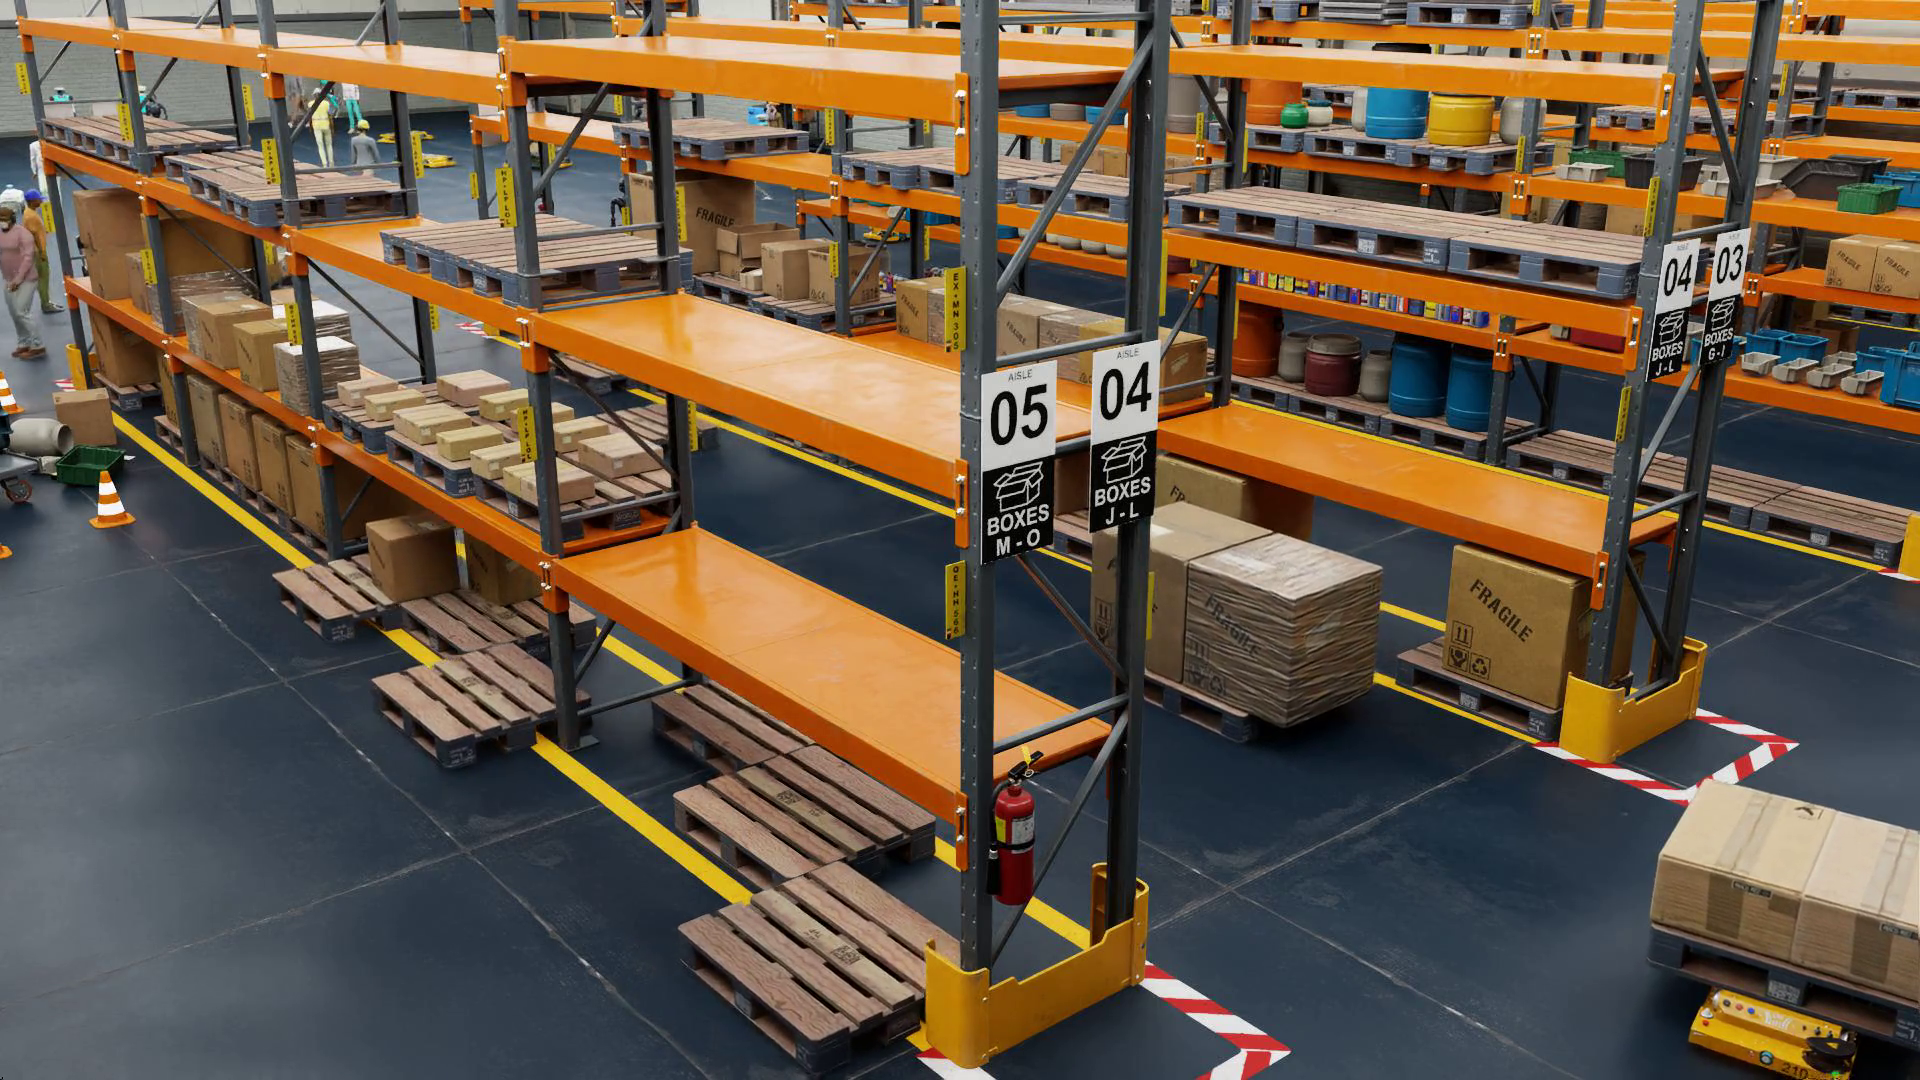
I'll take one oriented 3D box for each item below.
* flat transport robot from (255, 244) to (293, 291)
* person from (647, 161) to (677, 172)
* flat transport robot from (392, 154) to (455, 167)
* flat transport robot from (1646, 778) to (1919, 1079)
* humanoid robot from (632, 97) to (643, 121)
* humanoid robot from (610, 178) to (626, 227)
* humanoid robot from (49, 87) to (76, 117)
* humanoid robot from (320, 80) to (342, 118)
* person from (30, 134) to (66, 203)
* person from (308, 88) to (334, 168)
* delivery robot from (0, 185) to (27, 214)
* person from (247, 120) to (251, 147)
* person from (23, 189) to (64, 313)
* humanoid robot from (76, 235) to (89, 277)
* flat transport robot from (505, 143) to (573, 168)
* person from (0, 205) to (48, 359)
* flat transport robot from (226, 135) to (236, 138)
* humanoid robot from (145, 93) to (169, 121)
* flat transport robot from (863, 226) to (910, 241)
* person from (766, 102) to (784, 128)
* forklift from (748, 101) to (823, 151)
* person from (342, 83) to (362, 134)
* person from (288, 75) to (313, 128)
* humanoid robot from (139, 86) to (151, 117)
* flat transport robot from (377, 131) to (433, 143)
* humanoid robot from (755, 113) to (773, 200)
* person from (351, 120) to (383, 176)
[{"bbox_3d":[-10.080,-3.391,23.587,1.431,0.231,0.659,-1,19,-3],"label":"flat transport robot"},{"bbox_3d":[-5.029,-5.954,28.323,0.362,1.963,0.611,17,26,40],"label":"person"},{"bbox_3d":[-12.840,-9.076,39.766,1.431,0.231,0.659,11,22,28],"label":"flat transport robot"},{"bbox_3d":[4.005,2.096,7.970,0.659,0.231,1.431,13,23,33],"label":"flat transport robot"},{"bbox_3d":[-8.789,-11.741,45.225,0.350,1.644,0.616,-5,20,-15],"label":"humanoid robot"},{"bbox_3d":[-4.919,-4.523,24.664,0.599,1.657,0.315,-15,24,-37],"label":"humanoid robot"},{"bbox_3d":[-21.758,-10.121,40.639,0.530,1.789,1.050,-18,26,-41],"label":"humanoid robot"},{"bbox_3d":[-18.976,-13.524,50.212,0.546,1.763,0.927,16,25,38],"label":"humanoid robot"},{"bbox_3d":[-17.280,-6.959,31.531,0.595,1.721,0.640,-6,20,-18],"label":"person"},{"bbox_3d":[-14.896,-9.580,38.793,0.527,1.879,0.688,-8,21,-22],"label":"person"},{"bbox_3d":[-18.310,-6.546,32.122,0.499,0.587,0.788,-8,21,-21],"label":"delivery robot"},{"bbox_3d":[-18.055,-10.627,41.800,0.398,1.848,0.777,-3,20,-10],"label":"person"},{"bbox_3d":[-12.849,-4.043,23.263,0.375,1.709,0.451,-12,23,-30],"label":"person"},{"bbox_3d":[-10.263,-3.038,20.167,0.533,1.677,0.735,-15,24,-37],"label":"humanoid robot"},{"bbox_3d":[-9.967,-8.926,39.339,1.431,0.231,0.659,4,20,12],"label":"flat transport robot"},{"bbox_3d":[-11.640,-3.183,20.531,0.650,1.913,0.457,7,21,20],"label":"person"},{"bbox_3d":[-19.859,-10.555,43.974,1.431,0.231,0.659,-2,19,-6],"label":"flat transport robot"},{"bbox_3d":[-19.466,-10.064,40.497,0.589,1.636,0.637,1,19,3],"label":"humanoid robot"},{"bbox_3d":[-0.957,-5.503,29.598,1.431,0.231,0.659,-15,24,-37],"label":"flat transport robot"},{"bbox_3d":[-4.180,-9.037,37.410,0.539,1.756,0.412,10,22,26],"label":"person"},{"bbox_3d":[-4.526,-11.368,42.374,1.129,2.768,1.873,-15,24,-37],"label":"forklift"},{"bbox_3d":[-17.107,-12.402,46.772,0.480,1.909,0.363,3,20,8],"label":"person"},{"bbox_3d":[-19.343,-12.912,48.319,0.533,1.821,0.984,15,24,37],"label":"person"},{"bbox_3d":[-20.374,-10.352,41.198,1.000,1.729,0.547,9,21,24],"label":"humanoid robot"},{"bbox_3d":[-14.961,-10.855,44.829,0.659,0.231,1.431,9,21,24],"label":"flat transport robot"},{"bbox_3d":[-4.331,-7.801,33.933,0.966,1.759,0.544,-1,19,-3],"label":"humanoid robot"},{"bbox_3d":[-11.614,-7.382,32.730,0.541,1.722,0.861,6,20,16],"label":"person"}]
